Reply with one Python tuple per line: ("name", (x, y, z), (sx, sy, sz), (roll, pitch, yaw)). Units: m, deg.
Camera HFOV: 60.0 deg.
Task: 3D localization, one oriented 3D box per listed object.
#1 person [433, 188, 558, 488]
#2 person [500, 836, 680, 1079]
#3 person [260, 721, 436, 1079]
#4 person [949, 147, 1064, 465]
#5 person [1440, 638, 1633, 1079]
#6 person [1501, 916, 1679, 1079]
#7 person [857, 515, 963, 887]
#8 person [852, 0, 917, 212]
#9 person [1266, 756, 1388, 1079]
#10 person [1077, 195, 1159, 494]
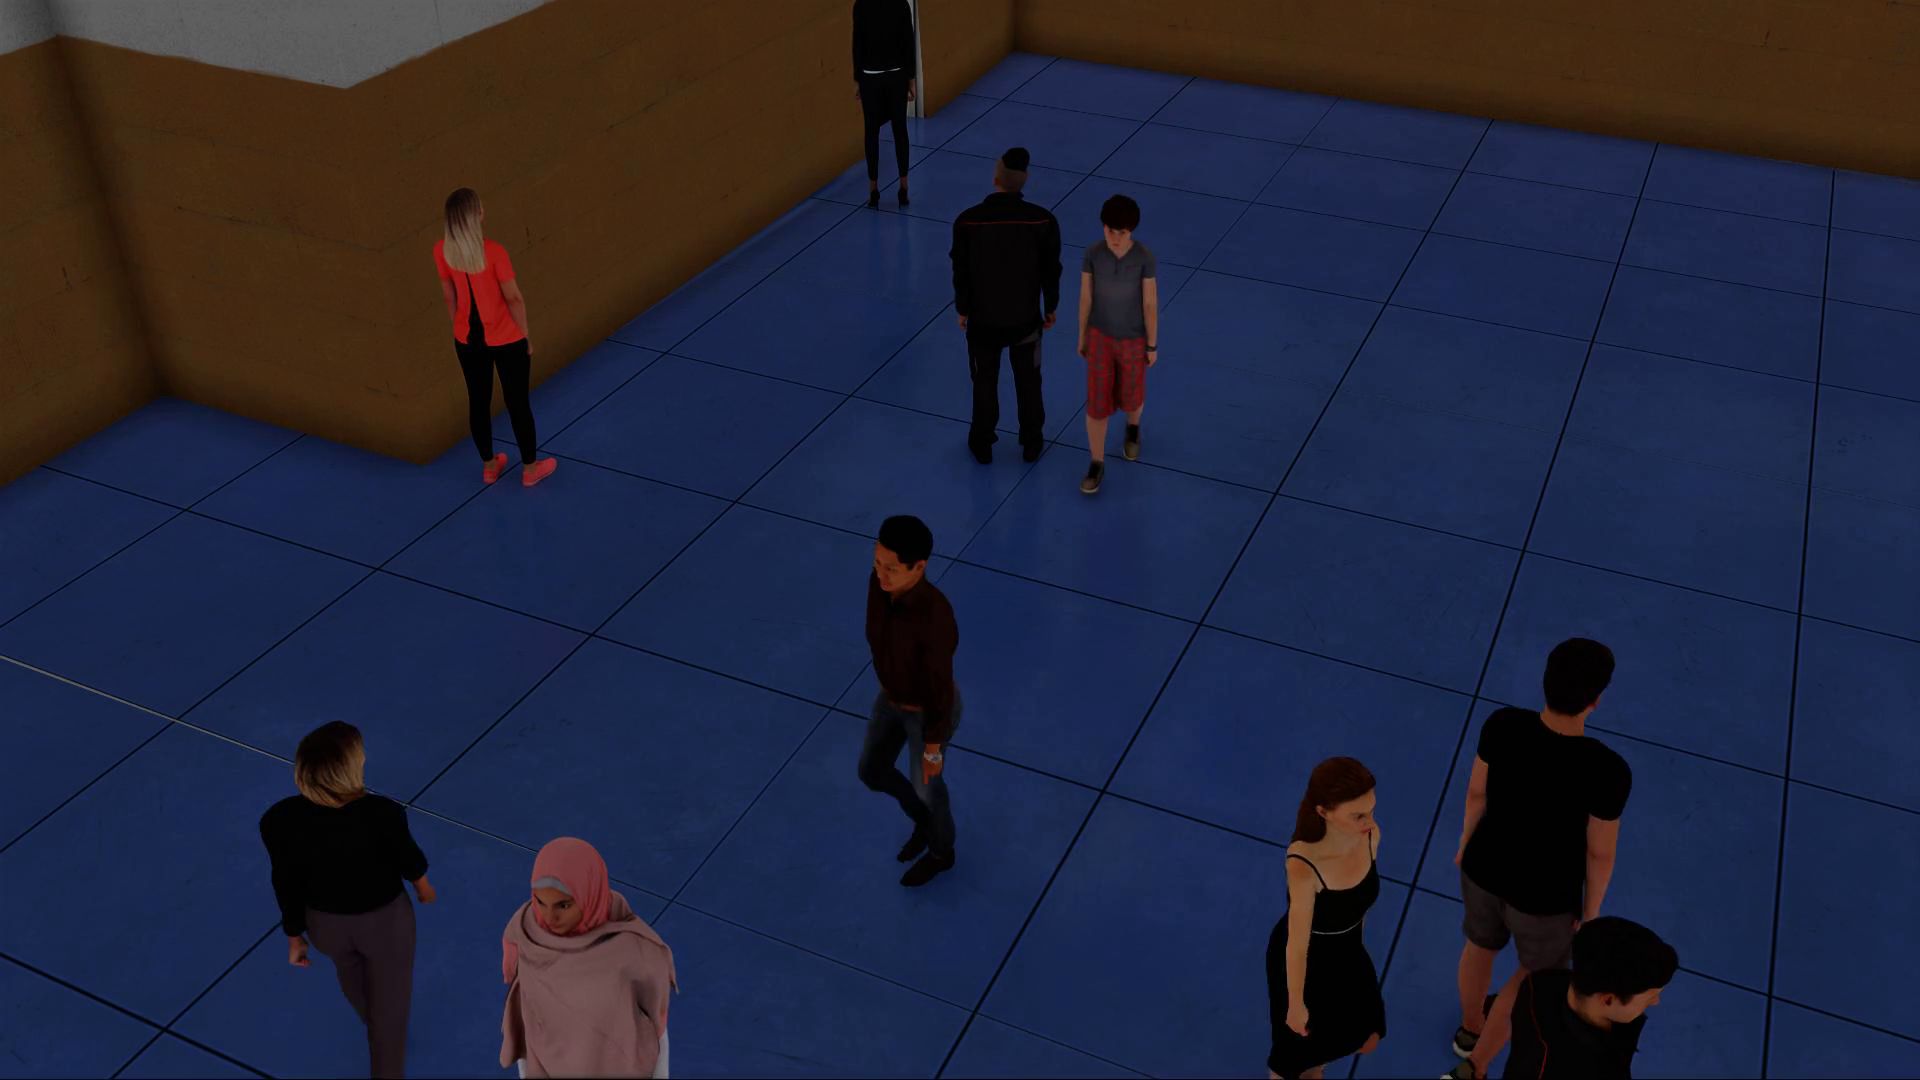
("person", (-2.511, -1.065, 8.866), (0.534, 1.693, 0.695), (8, 34, 11))
("person", (-1.054, 1.563, 4.816), (0.646, 1.804, 0.767), (3, 34, 5))
("person", (-1.920, 1.338, 5.303), (0.926, 1.639, 0.901), (-1, 34, -2))
("person", (0.251, -1.266, 9.004), (0.742, 1.852, 0.909), (0, 34, -1))
("person", (1.788, 1.132, 5.425), (0.955, 1.847, 0.890), (25, 41, 33))
("person", (1.532, 1.724, 4.448), (0.653, 1.944, 0.740), (8, 34, 12))
("person", (-0.087, 0.601, 6.306), (0.855, 1.756, 0.731), (-24, 40, -31))
("person", (-0.556, -3.309, 12.113), (0.624, 1.834, 0.751), (-2, 34, -3))
("person", (1.095, 1.310, 5.369), (0.701, 1.613, 0.742), (-19, 38, -26))
("person", (0.874, -1.102, 8.964), (0.910, 1.634, 0.733), (9, 35, 13))
